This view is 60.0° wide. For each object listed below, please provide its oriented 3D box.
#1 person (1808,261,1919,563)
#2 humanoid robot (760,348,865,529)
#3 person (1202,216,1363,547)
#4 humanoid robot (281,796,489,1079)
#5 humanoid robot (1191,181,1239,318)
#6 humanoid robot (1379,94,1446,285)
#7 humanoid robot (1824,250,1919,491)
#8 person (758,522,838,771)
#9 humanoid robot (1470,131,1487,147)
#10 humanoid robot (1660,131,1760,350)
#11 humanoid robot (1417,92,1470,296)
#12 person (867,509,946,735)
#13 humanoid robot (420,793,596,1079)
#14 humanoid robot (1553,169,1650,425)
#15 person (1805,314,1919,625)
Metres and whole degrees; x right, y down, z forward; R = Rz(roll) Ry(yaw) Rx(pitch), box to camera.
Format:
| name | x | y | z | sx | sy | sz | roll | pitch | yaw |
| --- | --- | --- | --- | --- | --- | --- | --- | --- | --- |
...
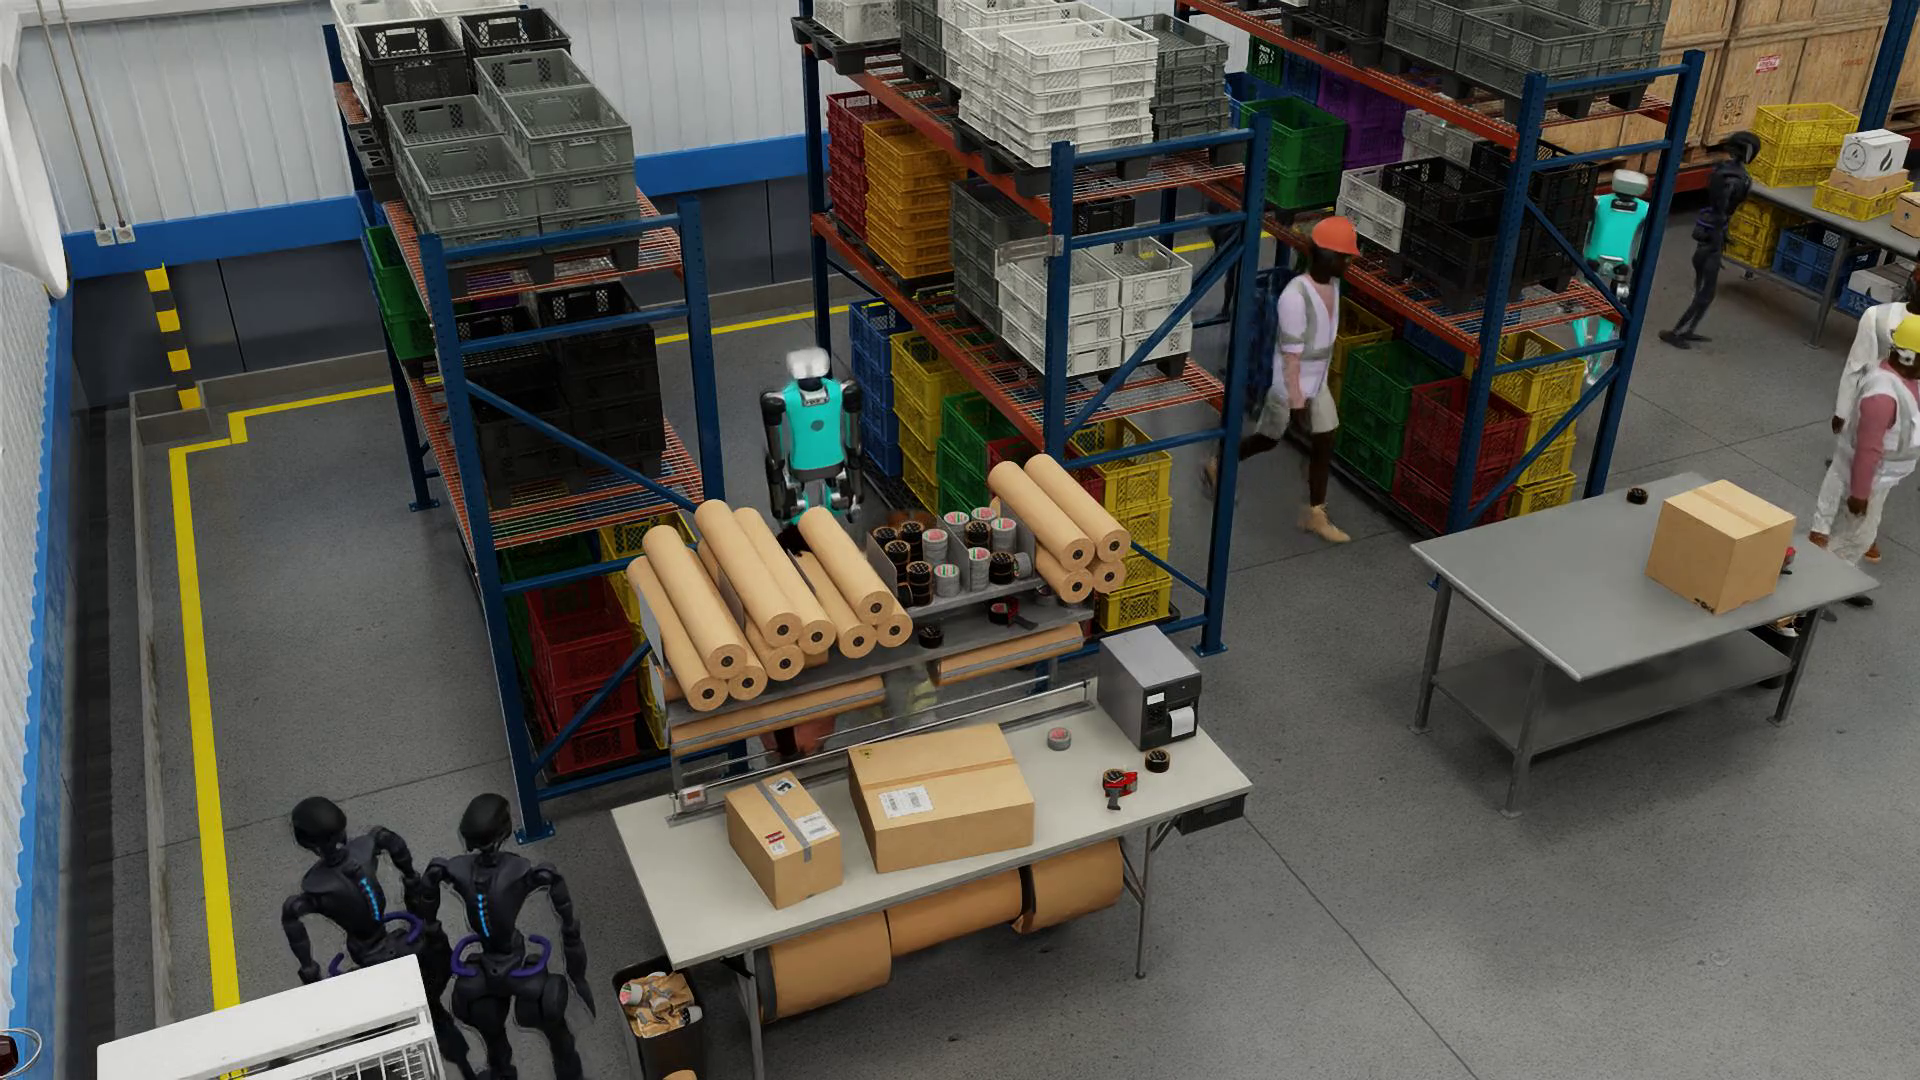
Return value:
| name | x | y | z | sx | sy | sz | roll | pitch | yaw |
| --- | --- | --- | --- | --- | --- | --- | --- | --- | --- |
| person | 5.364 | -0.738 | 9.629 | 0.574 | 1.884 | 0.356 | 5 | 32 | 8 |
| humanoid robot | -0.824 | -0.262 | 9.067 | 0.540 | 1.868 | 0.737 | -10 | 33 | -15 |
| person | 1.984 | -0.989 | 9.934 | 1.023 | 1.989 | 0.637 | 28 | 41 | 37 |
| humanoid robot | -2.084 | 1.587 | 6.054 | 0.406 | 1.645 | 0.599 | 19 | 36 | 27 |
| humanoid robot | 1.953 | -2.421 | 12.567 | 0.536 | 1.627 | 0.595 | -7 | 32 | -11 |
| humanoid robot | 3.429 | -2.649 | 12.748 | 0.533 | 1.673 | 0.735 | 6 | 32 | 10 |
| humanoid robot | 6.010 | -1.050 | 10.387 | 0.769 | 1.631 | 0.594 | 18 | 36 | 26 |
| person | -0.668 | 0.783 | 7.088 | 0.386 | 1.958 | 0.601 | 4 | 32 | 7 |
| humanoid robot | 3.705 | -2.178 | 12.164 | 0.303 | 1.651 | 0.610 | 16 | 35 | 25 |
| humanoid robot | 5.526 | -2.193 | 12.208 | 0.329 | 1.649 | 0.612 | 14 | 34 | 22 |
| humanoid robot | 3.578 | -2.645 | 12.867 | 0.538 | 1.801 | 0.681 | -3 | 32 | -5 |
| person | -0.227 | 0.662 | 7.403 | 0.474 | 1.829 | 0.662 | 0 | 32 | 0 |
| humanoid robot | -1.644 | 1.577 | 6.064 | 0.608 | 1.655 | 0.363 | 0 | 32 | 0 |
| humanoid robot | 4.247 | -1.468 | 10.991 | 0.577 | 1.806 | 0.816 | 5 | 32 | 9 |
| person | 5.010 | -0.394 | 9.125 | 0.404 | 1.829 | 0.597 | 19 | 36 | 28 |
